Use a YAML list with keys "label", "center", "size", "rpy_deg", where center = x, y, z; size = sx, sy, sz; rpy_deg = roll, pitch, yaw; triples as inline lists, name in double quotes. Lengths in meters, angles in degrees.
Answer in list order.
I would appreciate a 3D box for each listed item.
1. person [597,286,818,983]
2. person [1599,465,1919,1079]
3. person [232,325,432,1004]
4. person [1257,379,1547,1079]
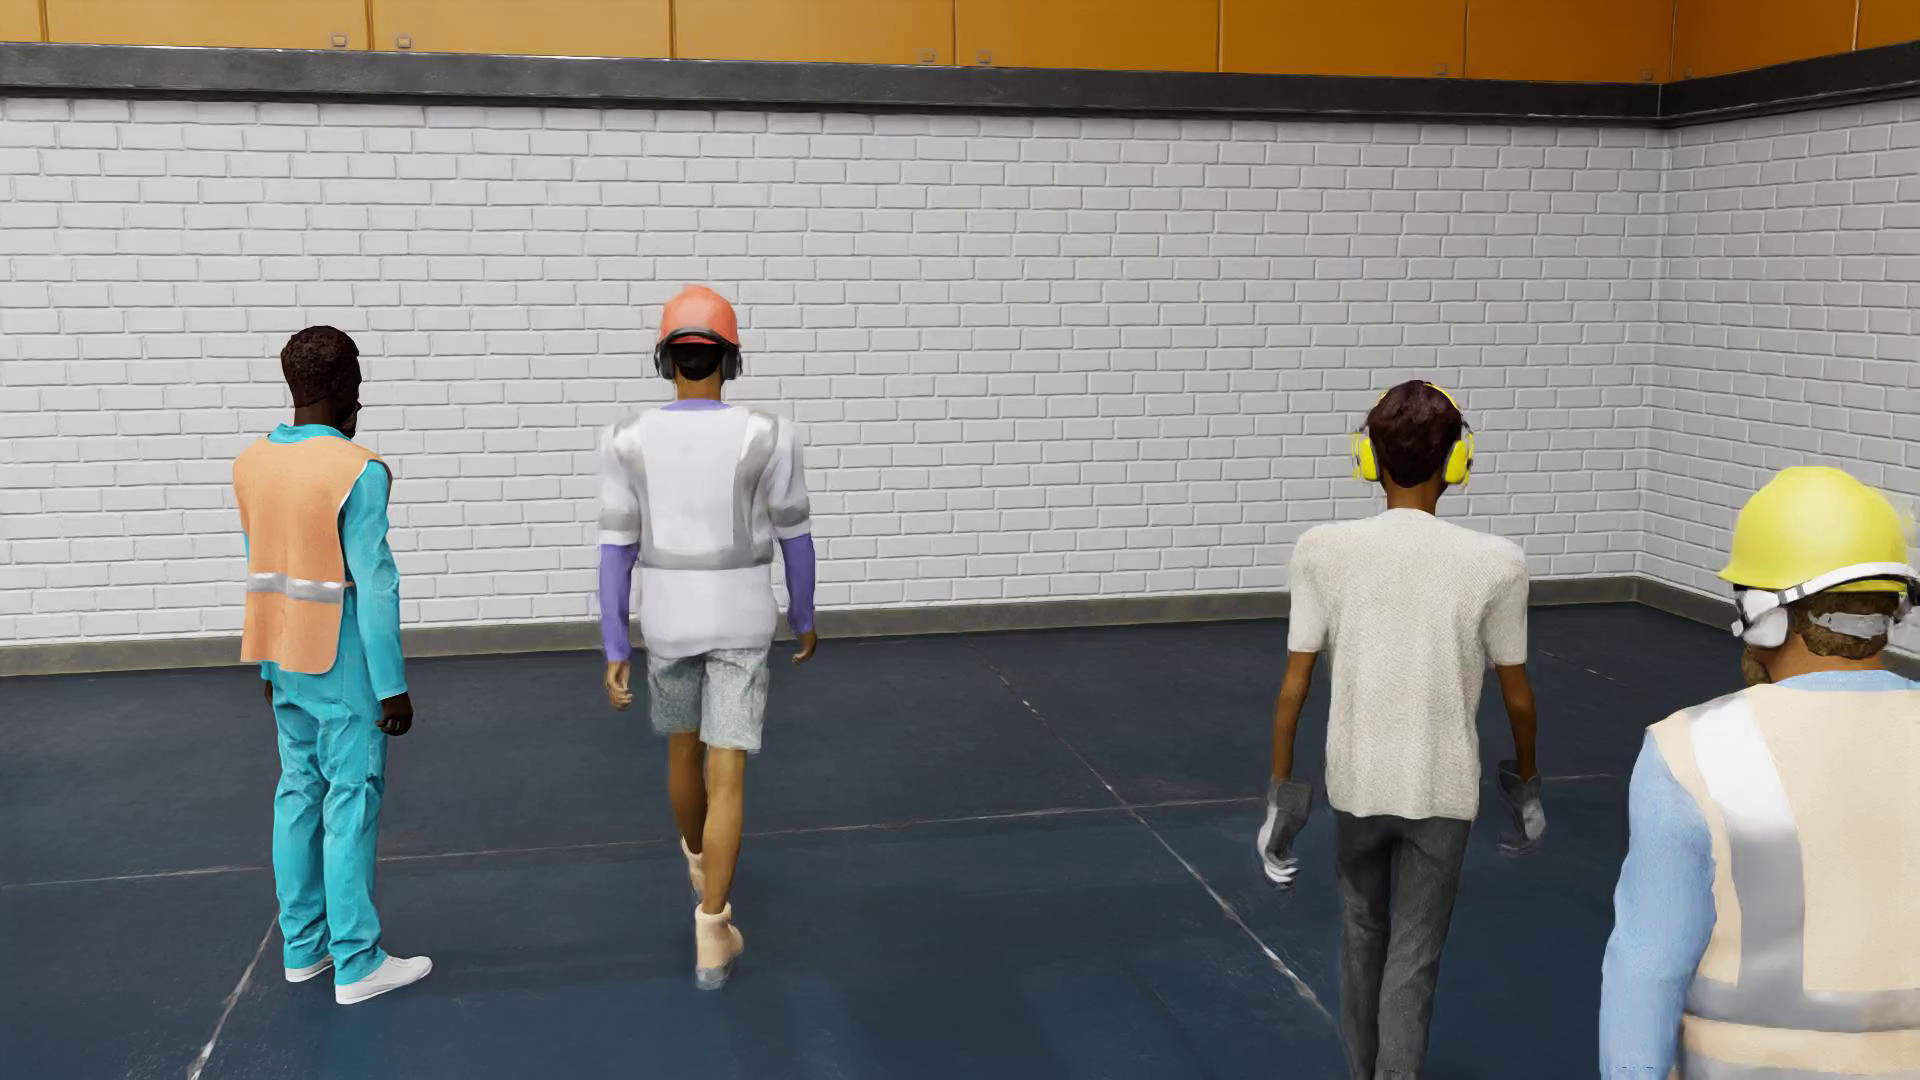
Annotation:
- label: "person"
  center: [-0.738, 0.245, 5.093]
  size: [0.612, 2.007, 0.953]
  rpy_deg: [1, 9, 6]
- label: "person"
  center: [1.206, 0.815, 2.273]
  size: [0.606, 1.804, 0.708]
  rpy_deg: [-1, 9, -3]
- label: "person"
  center: [-1.801, 0.356, 4.715]
  size: [0.587, 1.911, 0.397]
  rpy_deg: [6, 11, 32]
- label: "person"
  center: [1.010, 0.563, 3.719]
  size: [0.543, 1.821, 0.948]
  rpy_deg: [5, 11, 29]
